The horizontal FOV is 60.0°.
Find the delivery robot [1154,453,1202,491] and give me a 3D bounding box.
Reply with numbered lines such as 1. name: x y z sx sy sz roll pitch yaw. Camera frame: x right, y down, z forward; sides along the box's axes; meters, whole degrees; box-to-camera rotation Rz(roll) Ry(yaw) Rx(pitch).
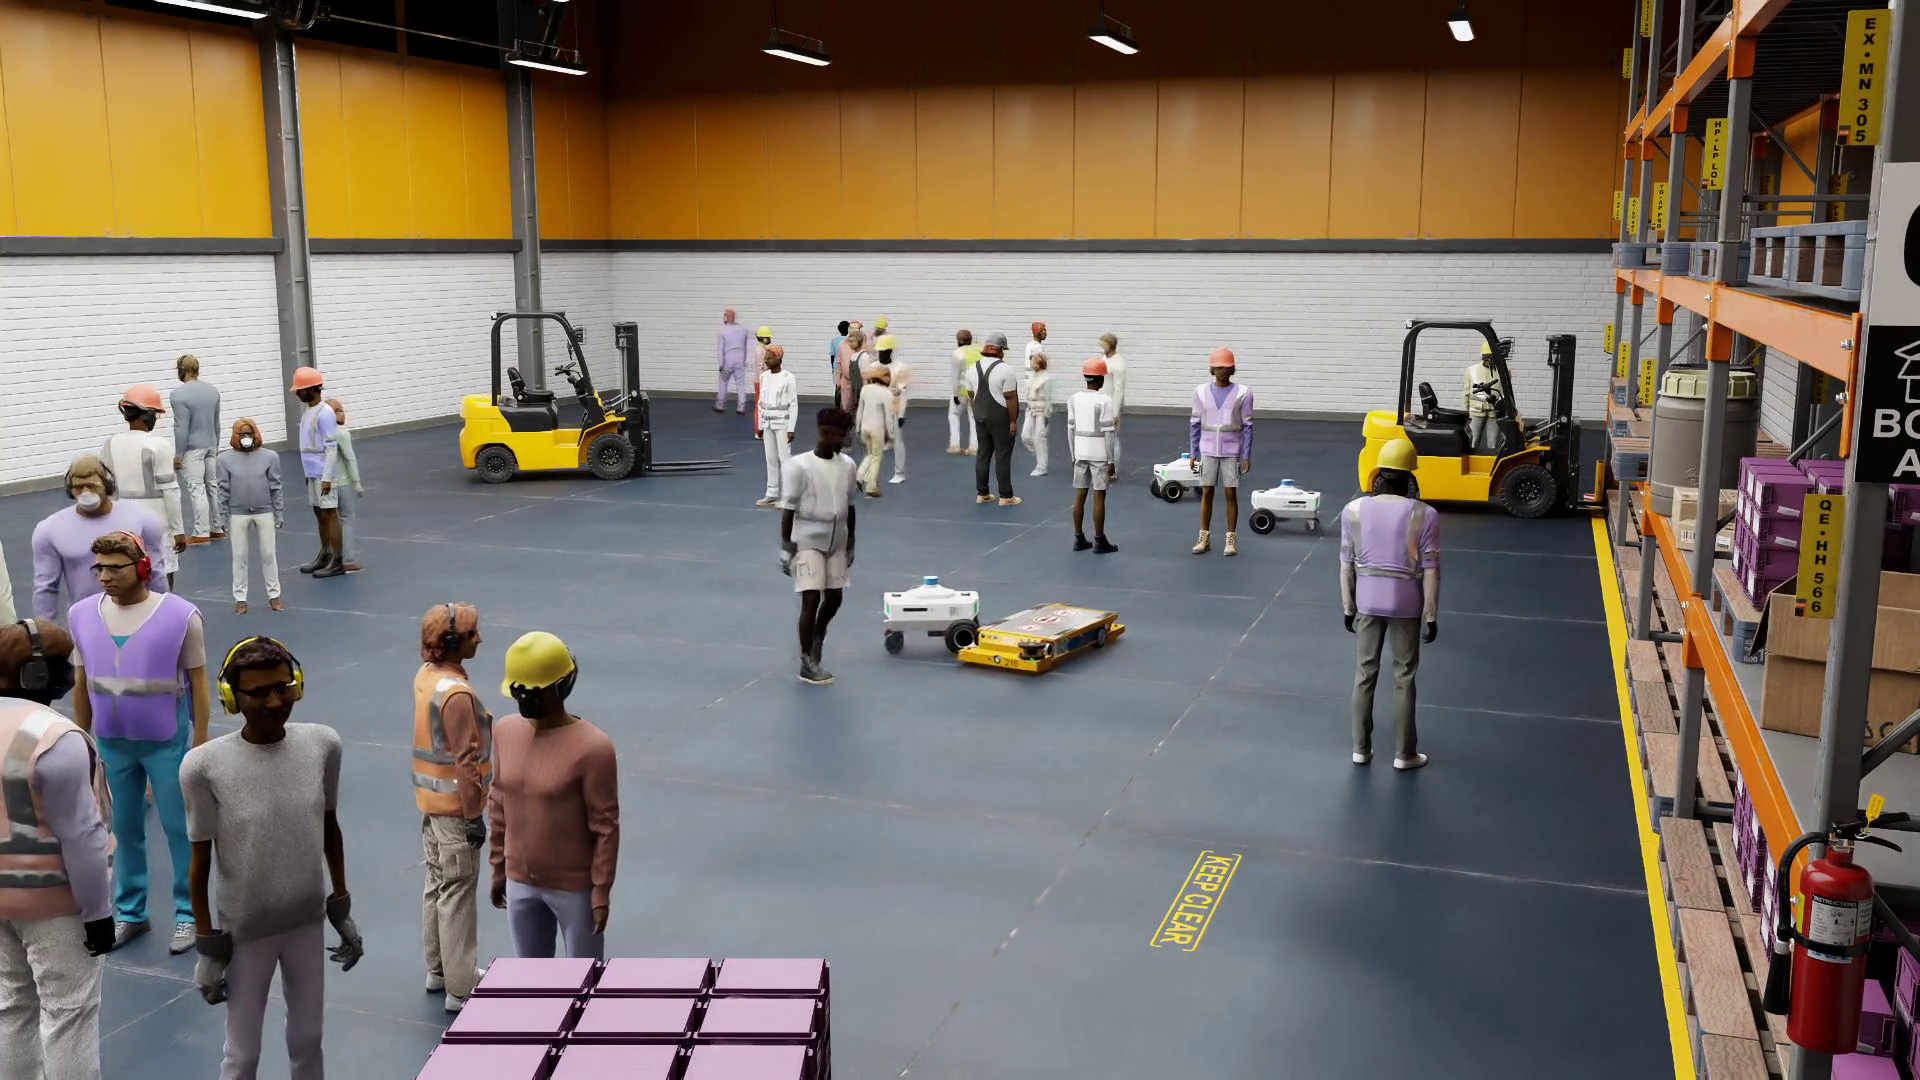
1. delivery robot: 2.686 -0.789 19.785 0.707 0.478 0.477 -2 10 -11

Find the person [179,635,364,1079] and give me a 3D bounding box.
1. person: -2.102 1.201 5.137 0.333 1.872 0.515 10 14 43

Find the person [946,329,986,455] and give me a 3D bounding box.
1. person: 0.062 -2.137 24.085 0.627 1.818 0.659 -6 12 -31

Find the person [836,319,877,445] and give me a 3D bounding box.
1. person: -1.595 -2.388 25.237 0.642 1.913 0.408 3 11 17

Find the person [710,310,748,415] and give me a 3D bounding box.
1. person: -4.140 -3.197 29.903 0.663 1.860 0.946 -7 12 -35

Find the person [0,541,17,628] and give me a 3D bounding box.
1. person: -5.087 0.556 8.413 0.611 1.996 0.379 -2 10 -11

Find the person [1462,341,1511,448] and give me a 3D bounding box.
1. person: 6.687 -1.623 21.147 0.600 1.831 0.404 2 10 13

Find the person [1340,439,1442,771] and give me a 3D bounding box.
1. person: 2.485 0.376 9.621 0.586 1.928 0.365 6 12 31

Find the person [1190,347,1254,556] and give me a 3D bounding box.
1. person: 2.540 -0.859 16.253 0.616 2.041 0.380 4 11 21

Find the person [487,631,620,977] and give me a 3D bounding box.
1. person: -1.394 1.165 5.657 0.522 1.761 0.320 5 11 24

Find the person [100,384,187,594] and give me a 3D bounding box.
1. person: -5.863 -0.109 12.046 0.605 2.038 0.387 3 11 17

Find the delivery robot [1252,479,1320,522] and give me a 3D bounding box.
1. delivery robot: 3.444 -0.397 17.559 0.707 0.478 0.477 2 10 13

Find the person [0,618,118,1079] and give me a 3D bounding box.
1. person: -2.988 1.161 5.451 0.633 1.839 0.429 5 11 27

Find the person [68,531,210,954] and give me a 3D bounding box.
1. person: -3.496 0.859 7.139 0.572 1.840 0.373 0 10 2

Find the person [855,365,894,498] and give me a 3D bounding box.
1. person: -1.013 -1.290 19.877 0.542 1.607 0.392 9 13 40

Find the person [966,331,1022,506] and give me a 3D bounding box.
1. person: 0.439 -1.430 19.473 0.681 2.000 0.538 9 13 40

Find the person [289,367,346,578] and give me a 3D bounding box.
1. person: -5.878 -0.616 15.208 0.374 1.928 0.542 -8 13 -38

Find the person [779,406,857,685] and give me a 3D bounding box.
1. person: -1.004 0.009 11.704 0.638 1.937 0.720 -7 12 -36

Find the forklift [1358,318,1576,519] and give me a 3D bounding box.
1. forklift: 5.787 -1.437 19.079 2.313 2.155 1.214 3 11 19

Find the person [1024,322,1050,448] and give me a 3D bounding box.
1. person: 1.142 -2.318 24.913 0.337 1.882 0.583 -2 10 -13

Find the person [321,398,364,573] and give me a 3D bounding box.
1. person: -5.782 -0.505 15.420 0.517 1.624 0.341 6 11 28

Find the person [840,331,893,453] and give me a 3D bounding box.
1. person: -1.399 -2.169 24.353 0.974 1.801 0.518 -6 12 -30

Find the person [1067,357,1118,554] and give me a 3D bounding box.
1. person: 1.317 -0.835 16.411 0.542 1.938 0.358 9 13 41

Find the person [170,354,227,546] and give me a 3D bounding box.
1. person: -7.713 -0.908 16.818 0.355 1.937 0.635 3 10 14

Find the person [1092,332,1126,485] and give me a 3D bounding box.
1. person: 1.898 -1.663 21.078 0.358 1.938 0.643 -3 10 -15

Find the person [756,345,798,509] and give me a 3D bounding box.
1. person: -2.126 -1.308 19.226 0.584 1.882 0.345 8 13 40

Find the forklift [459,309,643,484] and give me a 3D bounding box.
1. forklift: -5.354 -1.902 21.697 2.313 2.155 1.214 -2 10 -13

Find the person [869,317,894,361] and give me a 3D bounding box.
1. person: -1.386 -3.029 29.188 0.617 1.787 0.486 10 14 44

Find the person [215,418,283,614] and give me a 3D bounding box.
1. person: -5.852 -0.204 13.737 0.502 1.627 0.277 -5 11 -26

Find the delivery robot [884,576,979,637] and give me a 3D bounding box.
1. delivery robot: -0.220 0.513 12.450 0.707 0.478 0.477 -1 10 -4

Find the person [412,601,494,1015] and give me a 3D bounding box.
1. person: -2.007 1.054 6.613 0.310 1.638 0.523 -6 12 -32

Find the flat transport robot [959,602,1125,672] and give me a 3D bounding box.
1. flat transport robot: 0.635 0.704 12.436 0.652 0.197 1.431 6 12 31

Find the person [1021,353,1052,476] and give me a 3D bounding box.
1. person: 1.014 -1.641 21.807 0.368 1.621 0.547 -5 11 -28

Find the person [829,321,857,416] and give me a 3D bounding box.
1. person: -2.045 -3.026 29.428 0.531 1.697 0.322 4 11 21

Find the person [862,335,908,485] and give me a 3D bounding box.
1. person: -0.980 -1.614 20.929 0.613 1.891 0.873 6 12 31

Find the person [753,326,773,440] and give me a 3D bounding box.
1. person: -3.069 -2.453 26.007 0.330 1.768 0.526 0 10 2

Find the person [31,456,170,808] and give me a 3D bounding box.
1. person: -4.602 0.508 8.937 0.657 1.898 0.915 -4 11 -22
